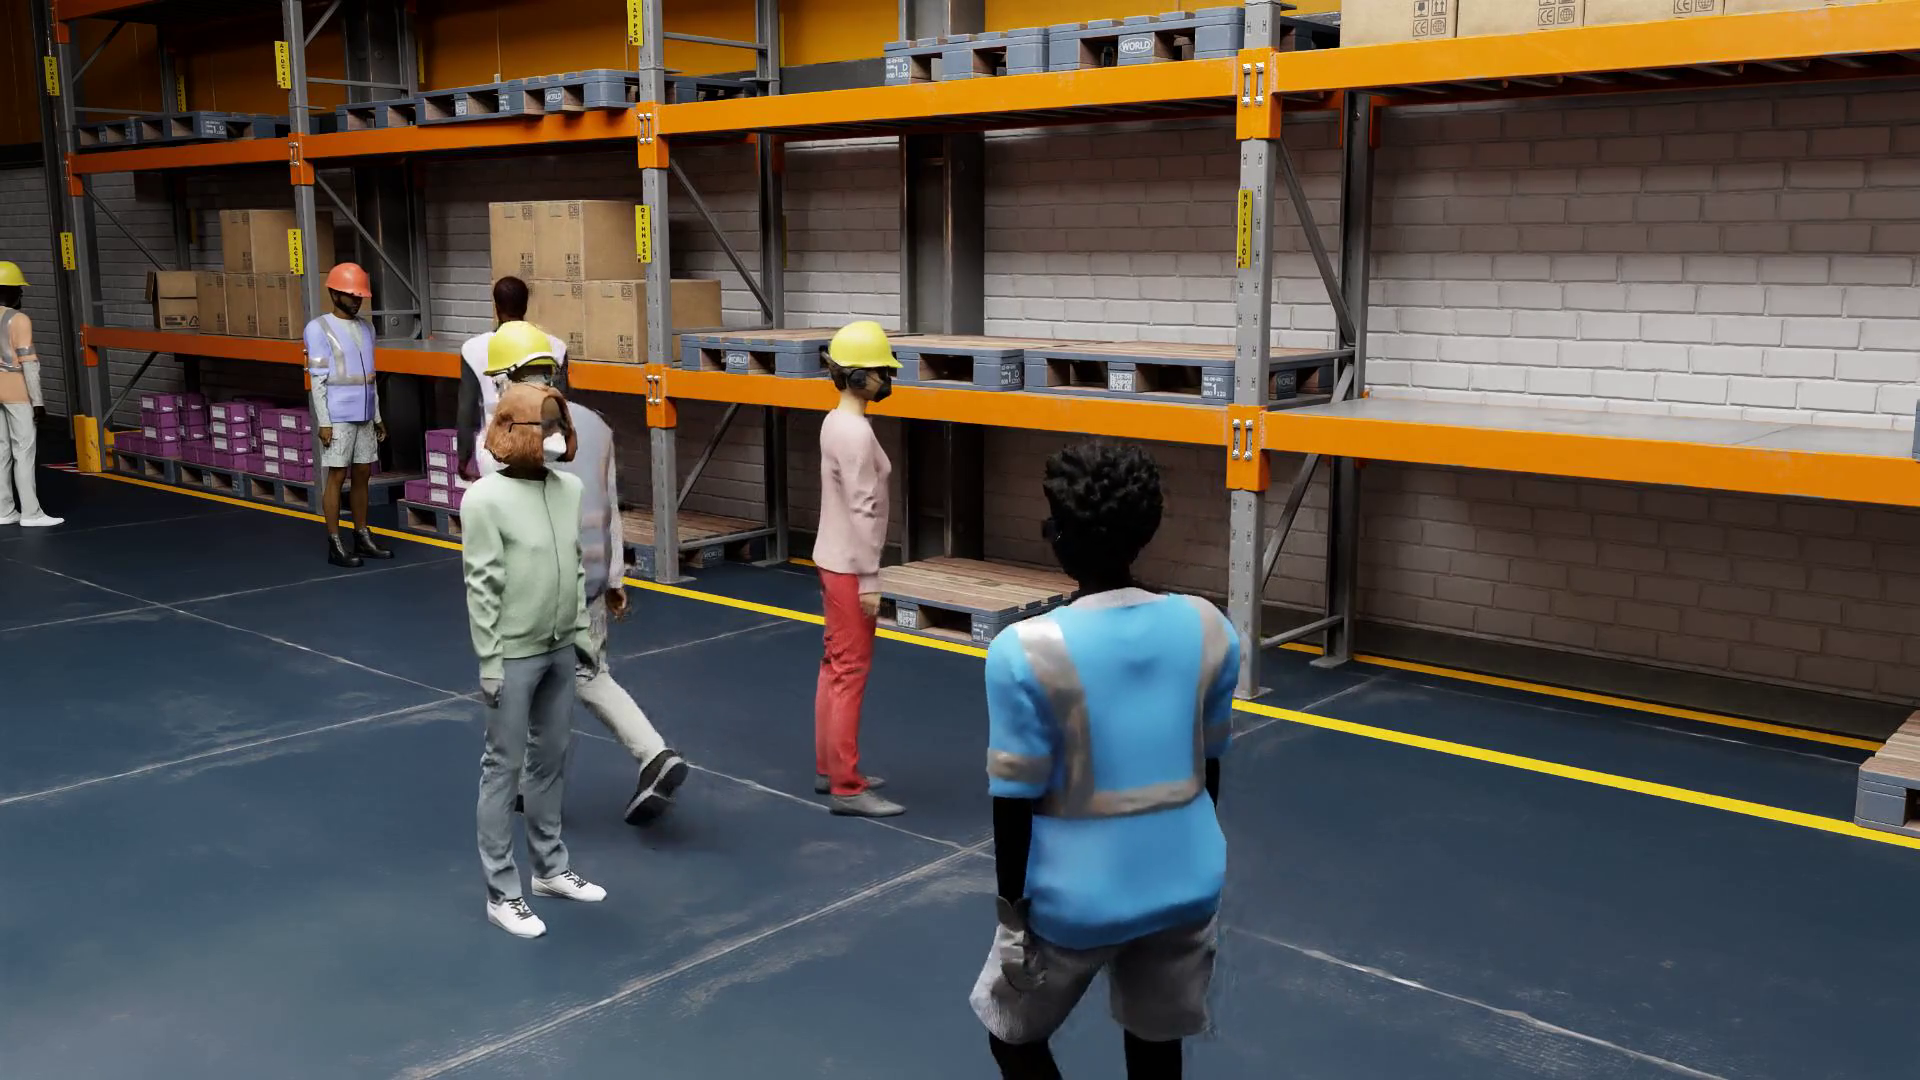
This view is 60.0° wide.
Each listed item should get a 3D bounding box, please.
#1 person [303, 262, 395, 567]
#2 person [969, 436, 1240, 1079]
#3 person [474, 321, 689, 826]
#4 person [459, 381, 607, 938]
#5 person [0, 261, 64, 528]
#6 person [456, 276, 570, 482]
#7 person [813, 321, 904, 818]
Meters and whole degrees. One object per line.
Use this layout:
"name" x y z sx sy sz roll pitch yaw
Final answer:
"person" -3.894 -0.800 10.649 0.366 1.931 0.542 4 11 23
"person" 0.276 0.654 3.080 0.545 1.688 0.363 -4 11 -23
"person" -1.318 0.143 5.734 0.772 1.787 0.599 7 12 35
"person" -1.271 0.342 4.984 0.284 1.636 0.498 5 11 27
"person" -6.859 -1.045 12.052 0.594 1.925 0.368 4 11 23
"person" -2.499 -0.531 9.306 0.609 1.863 0.993 -6 12 -30
"person" -0.361 0.103 5.978 0.325 1.767 0.533 -2 10 -12
